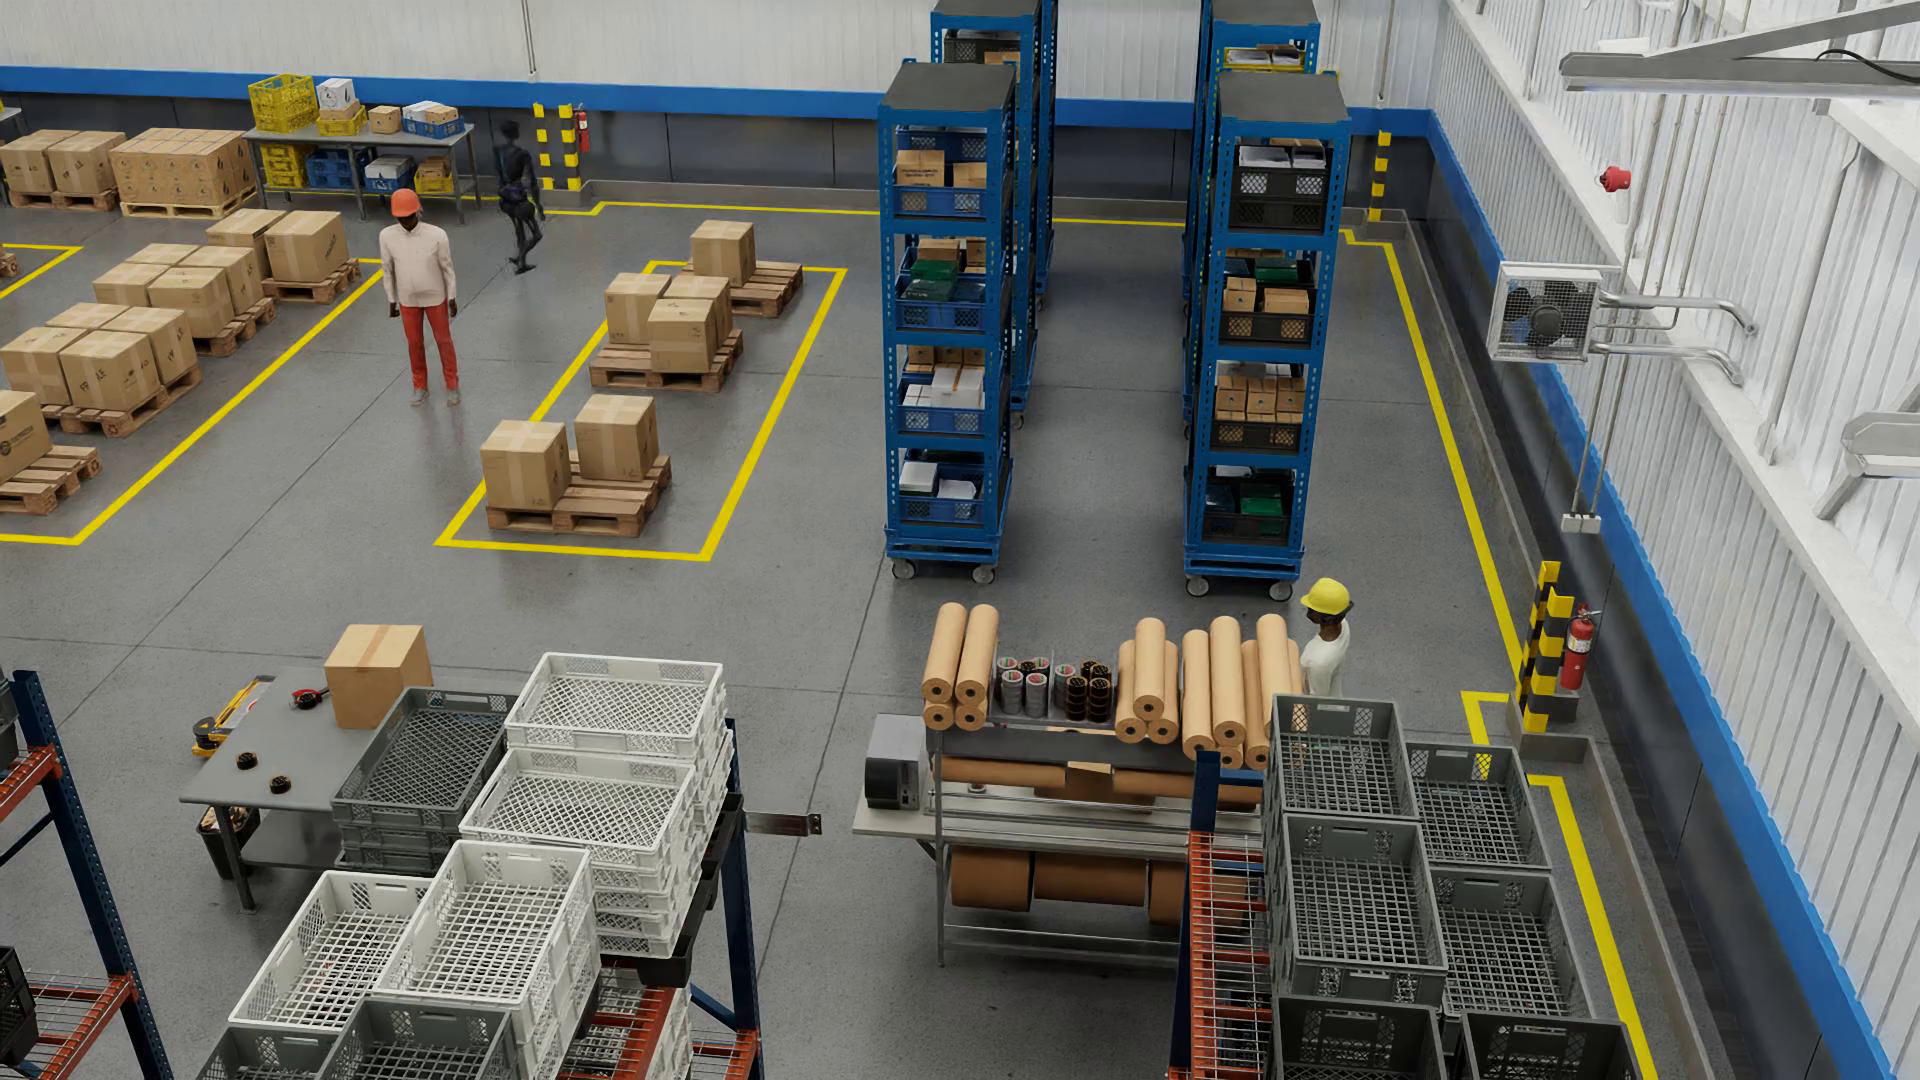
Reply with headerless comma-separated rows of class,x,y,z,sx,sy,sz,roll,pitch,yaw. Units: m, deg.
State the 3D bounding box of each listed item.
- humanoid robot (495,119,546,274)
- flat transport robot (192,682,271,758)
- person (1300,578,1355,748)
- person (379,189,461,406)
humanoid robot,-4.633,-3.562,17.396,0.614,1.649,0.386,20,36,30
flat transport robot,-4.089,1.163,10.648,1.431,0.197,0.652,3,30,6
person,2.025,0.987,9.489,0.307,1.768,0.522,12,32,20
person,-4.732,-2.125,14.612,0.621,1.989,0.399,-3,30,-5
